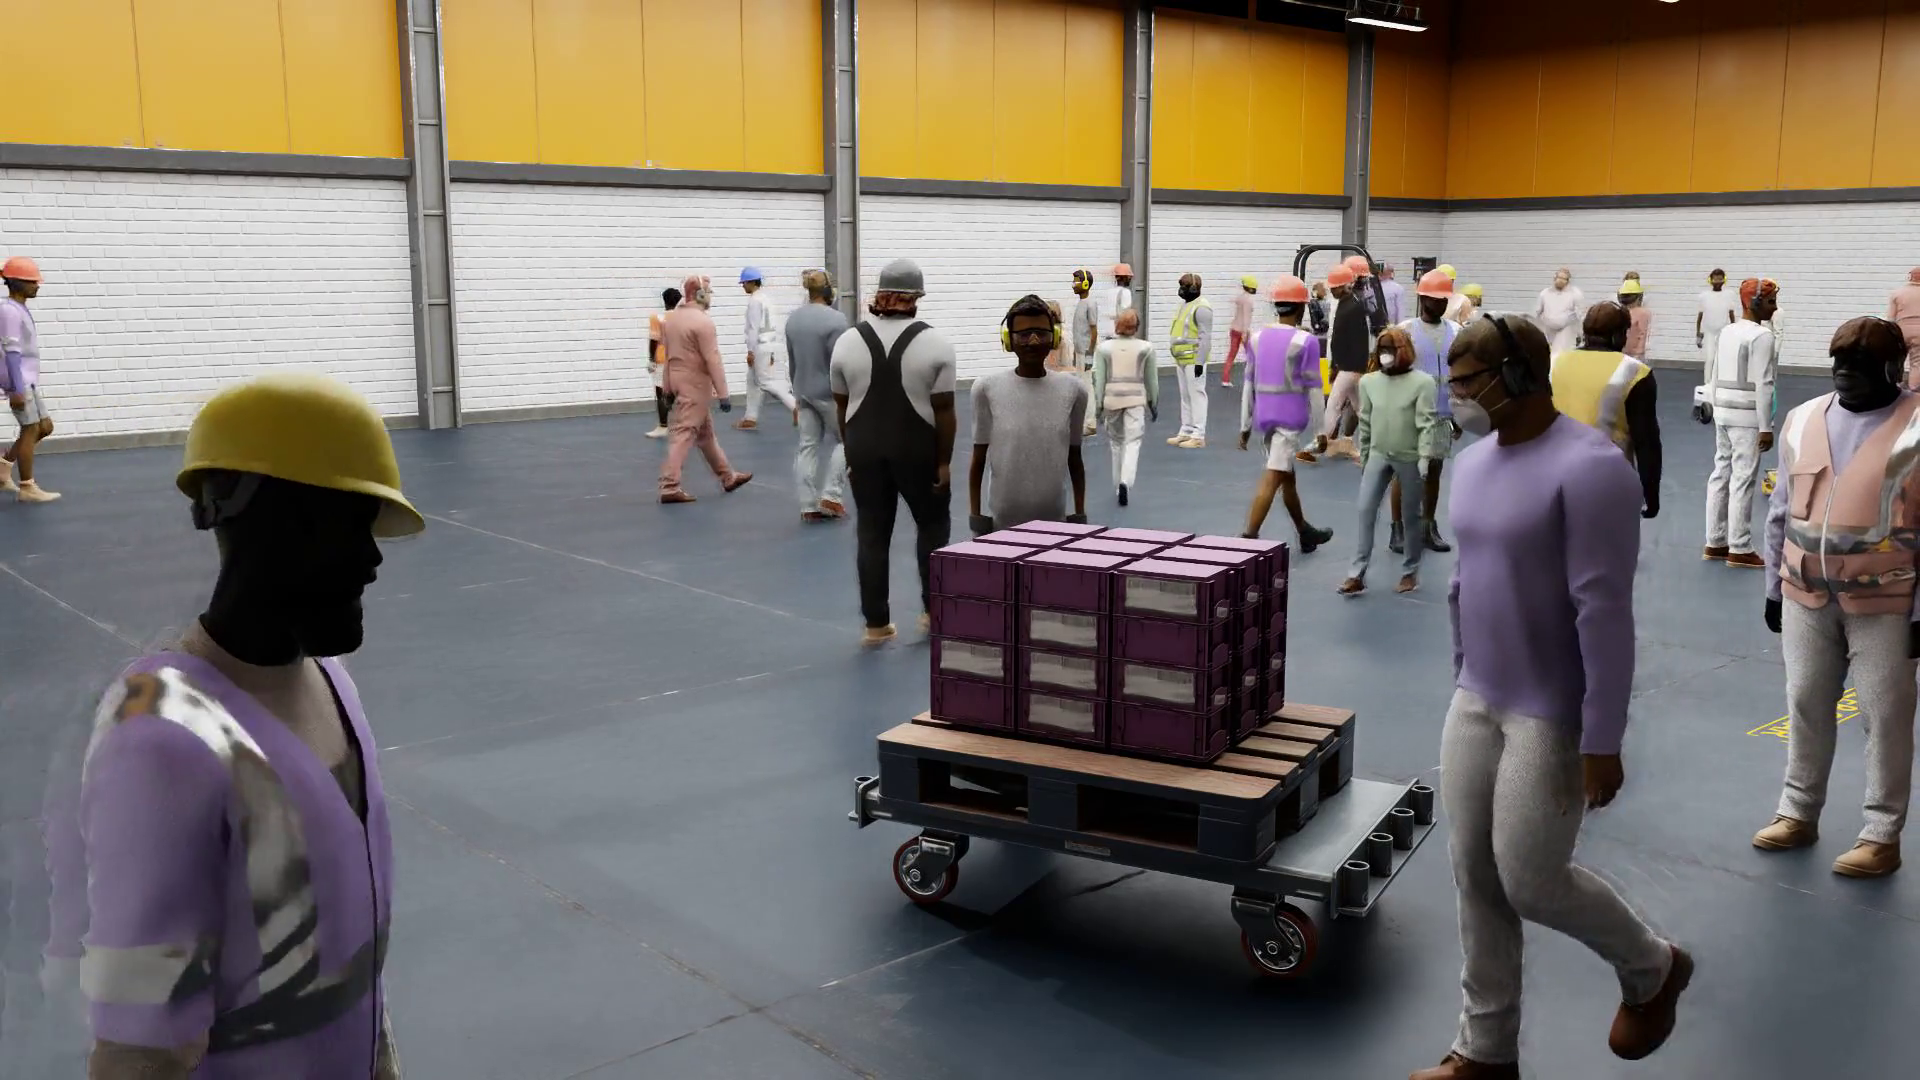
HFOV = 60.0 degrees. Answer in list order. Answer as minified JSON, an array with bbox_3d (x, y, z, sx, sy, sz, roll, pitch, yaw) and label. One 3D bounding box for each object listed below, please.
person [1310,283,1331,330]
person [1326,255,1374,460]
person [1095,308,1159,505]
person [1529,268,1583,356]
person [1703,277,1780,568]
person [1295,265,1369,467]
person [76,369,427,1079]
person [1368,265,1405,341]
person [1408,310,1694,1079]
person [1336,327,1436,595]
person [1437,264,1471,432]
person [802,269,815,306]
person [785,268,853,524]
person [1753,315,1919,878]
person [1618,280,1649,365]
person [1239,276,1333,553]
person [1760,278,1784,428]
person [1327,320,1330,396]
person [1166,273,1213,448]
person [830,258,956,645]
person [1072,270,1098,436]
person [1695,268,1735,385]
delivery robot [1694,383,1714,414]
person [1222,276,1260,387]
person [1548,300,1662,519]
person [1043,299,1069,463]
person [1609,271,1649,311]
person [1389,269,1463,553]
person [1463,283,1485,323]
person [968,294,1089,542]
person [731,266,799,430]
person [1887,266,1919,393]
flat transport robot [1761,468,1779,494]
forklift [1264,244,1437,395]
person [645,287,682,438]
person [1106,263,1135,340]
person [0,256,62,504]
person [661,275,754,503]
[{"bbox_3d":[5.951,-3.449,27.464,0.888,1.585,0.511,-6,11,-29],"label":"person"},{"bbox_3d":[3.883,-1.788,16.455,0.504,2.026,0.642,-1,10,-4],"label":"person"},{"bbox_3d":[1.365,-1.105,13.696,0.518,1.604,0.806,2,10,12],"label":"person"},{"bbox_3d":[8.723,-3.061,24.460,0.763,1.839,1.024,9,13,42],"label":"person"},{"bbox_3d":[5.122,-0.765,10.875,0.359,1.884,0.573,-1,10,-5],"label":"person"},{"bbox_3d":[3.646,-1.651,15.922,0.988,1.925,0.664,1,10,4],"label":"person"},{"bbox_3d":[-0.851,0.748,2.019,0.387,1.887,0.775,0,10,-3],"label":"person"},{"bbox_3d":[6.725,-3.395,26.256,0.464,1.887,0.664,-8,13,-40],"label":"person"},{"bbox_3d":[1.409,0.407,3.971,0.661,1.899,0.681,-3,10,-17],"label":"person"},{"bbox_3d":[2.541,-0.445,9.833,0.519,1.602,0.763,7,12,36],"label":"person"},{"bbox_3d":[5.527,-2.179,19.027,0.372,1.925,0.595,-9,13,-43],"label":"person"},{"bbox_3d":[-1.966,-2.730,22.486,0.388,1.848,0.564,-4,10,-21],"label":"person"},{"bbox_3d":[-1.014,-1.079,12.585,0.654,1.925,0.515,8,13,40],"label":"person"},{"bbox_3d":[2.937,0.184,5.488,0.430,1.836,0.619,-7,12,-34],"label":"person"},{"bbox_3d":[7.793,-2.180,19.583,0.851,1.724,0.548,-4,11,-24],"label":"person"},{"bbox_3d":[2.174,-0.794,11.053,1.012,1.882,0.562,-8,12,-37],"label":"person"},{"bbox_3d":[9.472,-2.200,19.622,0.317,1.769,0.523,-2,10,-9],"label":"person"},{"bbox_3d":[5.499,-2.962,23.923,0.403,1.824,0.593,4,11,24],"label":"person"},{"bbox_3d":[2.439,-1.896,17.621,0.430,1.844,0.624,-2,10,-14],"label":"person"},{"bbox_3d":[-0.311,-0.489,8.805,0.687,2.000,0.743,2,10,12],"label":"person"},{"bbox_3d":[1.377,-2.098,18.722,0.319,1.871,0.532,-2,10,-14],"label":"person"},{"bbox_3d":[10.744,-2.936,23.660,0.547,1.855,0.584,2,10,9],"label":"person"},{"bbox_3d":[9.220,-1.746,20.232,0.477,0.478,0.707,1,10,4],"label":"delivery robot"},{"bbox_3d":[4.370,-3.182,25.540,0.636,1.720,0.627,-2,10,-9],"label":"person"},{"bbox_3d":[3.177,-0.274,8.270,0.929,1.802,0.639,-8,12,-38],"label":"person"},{"bbox_3d":[0.840,-1.410,15.381,0.388,1.623,0.536,0,10,1],"label":"person"},{"bbox_3d":[9.151,-2.769,22.839,0.510,1.809,0.717,3,10,19],"label":"person"},{"bbox_3d":[3.188,-0.867,11.324,0.551,1.932,0.378,-3,10,-15],"label":"person"},{"bbox_3d":[6.023,-2.252,20.115,0.770,1.702,0.470,0,10,0],"label":"person"},{"bbox_3d":[0.283,-0.048,6.725,0.517,1.871,0.328,-2,10,-9],"label":"person"},{"bbox_3d":[-2.219,-2.209,19.282,0.849,1.910,0.645,0,10,2],"label":"person"},{"bbox_3d":[13.108,-2.817,22.901,0.672,1.880,0.755,5,11,25],"label":"person"},{"bbox_3d":[6.943,-0.395,13.428,0.652,0.197,1.431,3,10,17],"label":"flat transport robot"},{"bbox_3d":[5.256,-2.933,22.661,2.313,2.155,1.214,3,10,16],"label":"forklift"},{"bbox_3d":[-3.205,-1.973,18.566,0.697,1.672,0.357,-8,13,-40],"label":"person"},{"bbox_3d":[2.287,-2.857,23.029,0.653,1.911,0.586,-5,11,-25],"label":"person"},{"bbox_3d":[-7.654,-1.292,13.549,0.514,2.021,0.642,-4,10,-22],"label":"person"},{"bbox_3d":[-2.110,-1.251,13.797,0.992,1.854,0.683,-7,12,-35],"label":"person"}]
